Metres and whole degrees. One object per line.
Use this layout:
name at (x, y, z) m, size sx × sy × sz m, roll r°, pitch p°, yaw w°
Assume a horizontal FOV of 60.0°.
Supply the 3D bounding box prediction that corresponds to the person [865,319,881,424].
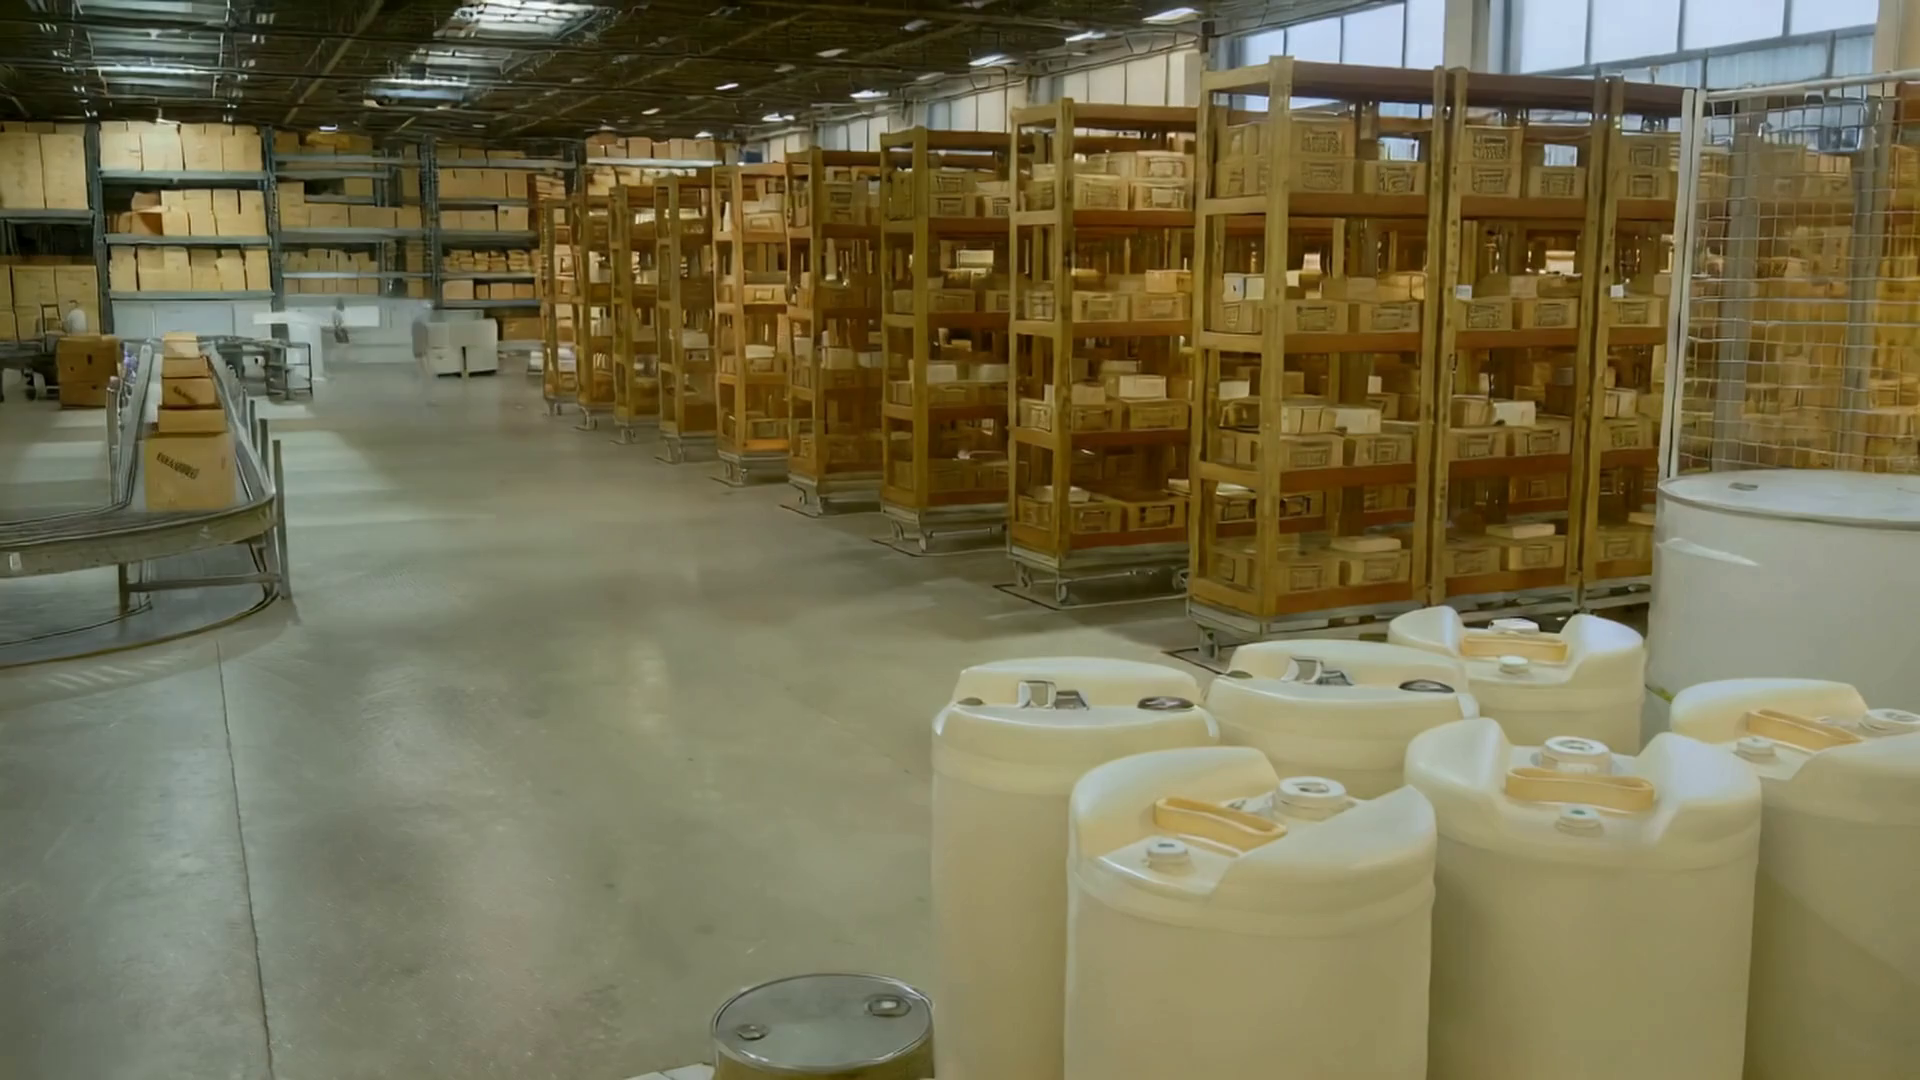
person at (-1.487, -2.636, 25.880) m, size 0.929 × 1.781 × 0.661 m, roll -8°, pitch 12°, yaw -42°

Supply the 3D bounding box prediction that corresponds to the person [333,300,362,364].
person at (-16.066, -5.432, 43.508) m, size 0.769 × 1.663 × 0.553 m, roll -6°, pitch 11°, yaw -31°

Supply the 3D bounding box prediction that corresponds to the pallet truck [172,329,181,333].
pallet truck at (-17.275, -3.851, 35.096) m, size 1.601 × 1.201 × 0.680 m, roll 0°, pitch 9°, yaw 1°

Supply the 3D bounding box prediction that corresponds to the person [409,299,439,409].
person at (-9.407, -3.269, 29.266) m, size 0.427 × 1.935 × 0.621 m, roll -2°, pitch 9°, yaw -13°

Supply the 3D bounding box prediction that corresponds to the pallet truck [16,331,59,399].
pallet truck at (-17.082, -3.353, 31.781) m, size 1.630 × 1.274 × 0.653 m, roll -4°, pitch 10°, yaw -25°

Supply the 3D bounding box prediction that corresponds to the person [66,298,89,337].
person at (-20.242, -4.636, 38.137) m, size 0.404 × 1.826 × 0.592 m, roll 3°, pitch 10°, yaw 18°
